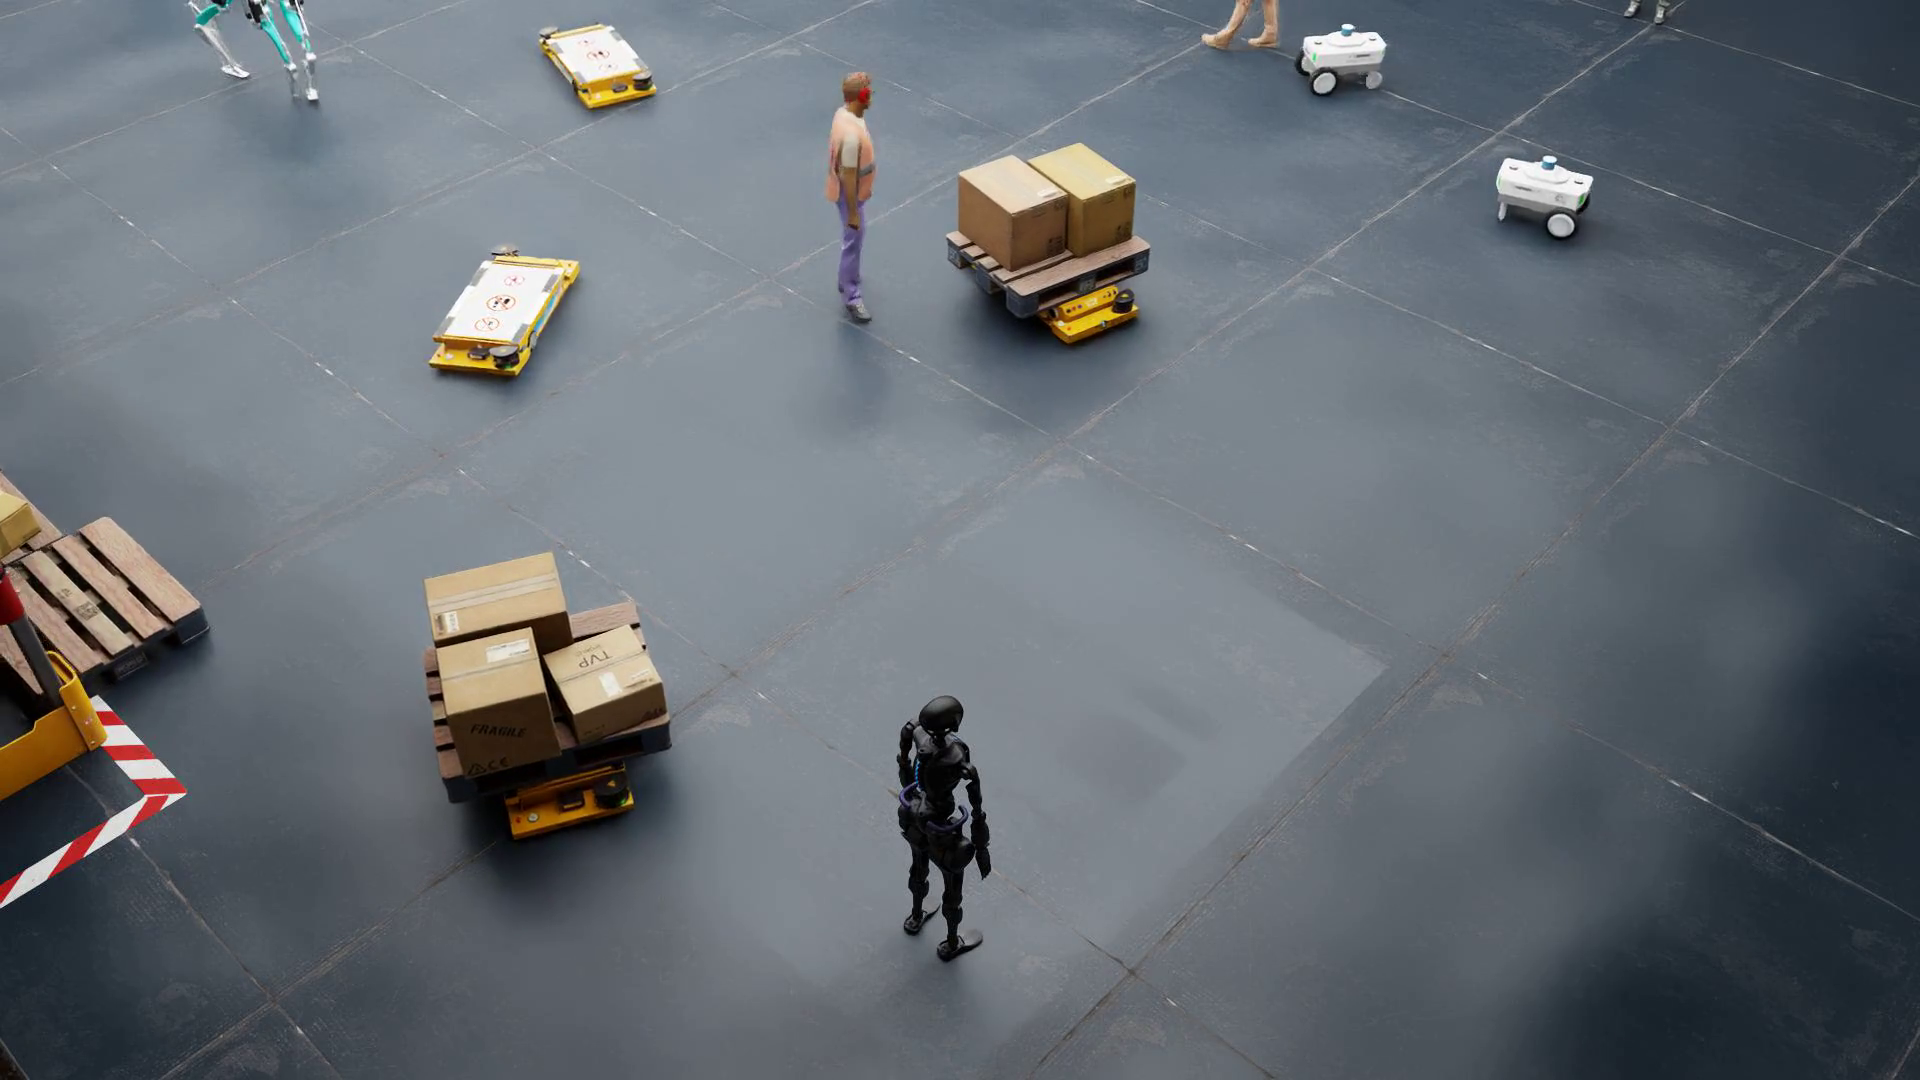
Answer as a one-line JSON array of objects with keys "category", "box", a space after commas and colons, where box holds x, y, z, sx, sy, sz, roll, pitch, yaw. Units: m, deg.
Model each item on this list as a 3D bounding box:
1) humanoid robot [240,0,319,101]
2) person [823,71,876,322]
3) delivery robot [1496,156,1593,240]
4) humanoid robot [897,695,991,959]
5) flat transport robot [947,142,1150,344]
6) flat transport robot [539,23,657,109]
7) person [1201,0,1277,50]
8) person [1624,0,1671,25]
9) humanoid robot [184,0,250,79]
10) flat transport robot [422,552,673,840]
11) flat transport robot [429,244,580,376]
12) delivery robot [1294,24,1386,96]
[{"category": "humanoid robot", "box": [-5.959, -4.576, 14.544, 0.566, 1.815, 0.736, -23, 47, -24]}, {"category": "person", "box": [-0.800, -2.503, 12.160, 0.391, 1.810, 0.690, -2, 42, -2]}, {"category": "delivery robot", "box": [4.713, -2.815, 13.433, 0.744, 0.584, 0.513, 18, 45, 19]}, {"category": "humanoid robot", "box": [-0.102, 1.348, 7.965, 0.315, 1.657, 0.599, -33, 51, -31]}, {"category": "flat transport robot", "box": [0.672, -2.014, 12.764, 0.659, 0.231, 1.431, -24, 47, -24]}, {"category": "flat transport robot", "box": [-3.382, -4.441, 15.462, 0.659, 0.231, 1.431, -20, 46, -21]}, {"category": "person", "box": [2.686, -5.390, 15.434, 0.759, 1.715, 0.496, 4, 42, 4]}, {"category": "person", "box": [6.785, -5.885, 15.900, 0.568, 1.832, 0.403, 17, 45, 18]}, {"category": "humanoid robot", "box": [-6.736, -4.947, 14.947, 0.792, 1.796, 0.550, 0, 42, -1]}, {"category": "flat transport robot", "box": [-2.301, 1.028, 9.383, 0.659, 0.231, 1.431, -13, 44, -14]}, {"category": "flat transport robot", "box": [-3.396, -1.731, 12.450, 0.659, 0.231, 1.431, 6, 42, 6]}, {"category": "delivery robot", "box": [3.481, -4.408, 15.226, 0.815, 0.614, 0.499, -6, 42, -7]}]
